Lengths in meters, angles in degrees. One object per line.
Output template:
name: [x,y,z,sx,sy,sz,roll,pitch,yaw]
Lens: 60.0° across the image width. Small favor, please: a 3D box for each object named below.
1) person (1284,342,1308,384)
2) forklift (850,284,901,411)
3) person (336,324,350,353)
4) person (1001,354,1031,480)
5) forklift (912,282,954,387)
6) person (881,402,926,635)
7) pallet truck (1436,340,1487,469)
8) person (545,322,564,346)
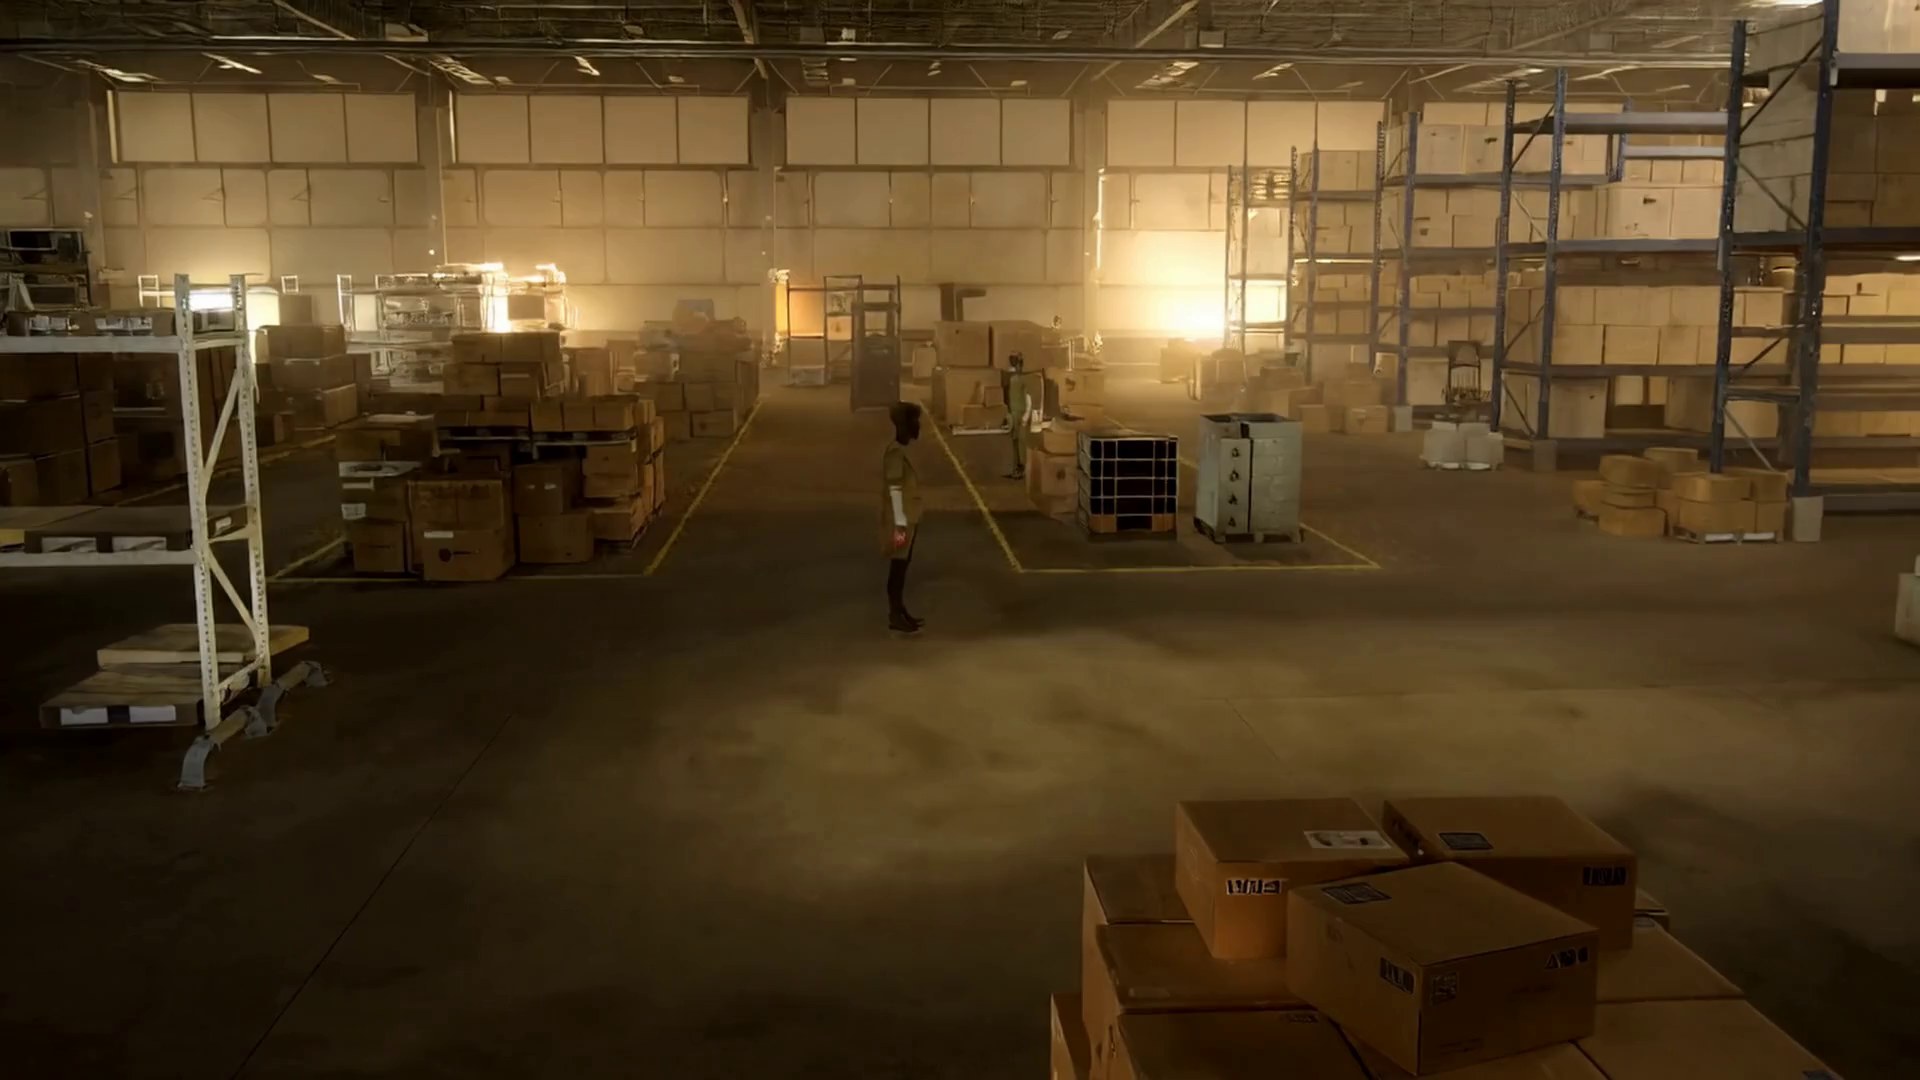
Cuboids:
person: [7.124,-3.434,35.580,0.778,1.607,0.509,-8,12,-43]
forklift: [-1.910,-4.360,37.407,1.129,2.768,1.873,-1,9,-5]
person: [-14.031,-3.974,37.981,0.648,1.925,0.634,-8,12,-41]
person: [0.853,-1.815,24.615,0.326,1.865,0.519,-5,10,-29]
forklift: [-0.357,-5.565,44.975,1.873,2.768,1.129,-1,9,-4]
person: [-0.476,-0.190,14.085,0.368,1.966,0.603,1,9,5]
pallet truck: [8.004,-2.170,26.422,0.823,1.965,1.885,2,9,14]
person: [-9.643,-4.208,39.492,0.512,1.916,0.626,4,10,22]
